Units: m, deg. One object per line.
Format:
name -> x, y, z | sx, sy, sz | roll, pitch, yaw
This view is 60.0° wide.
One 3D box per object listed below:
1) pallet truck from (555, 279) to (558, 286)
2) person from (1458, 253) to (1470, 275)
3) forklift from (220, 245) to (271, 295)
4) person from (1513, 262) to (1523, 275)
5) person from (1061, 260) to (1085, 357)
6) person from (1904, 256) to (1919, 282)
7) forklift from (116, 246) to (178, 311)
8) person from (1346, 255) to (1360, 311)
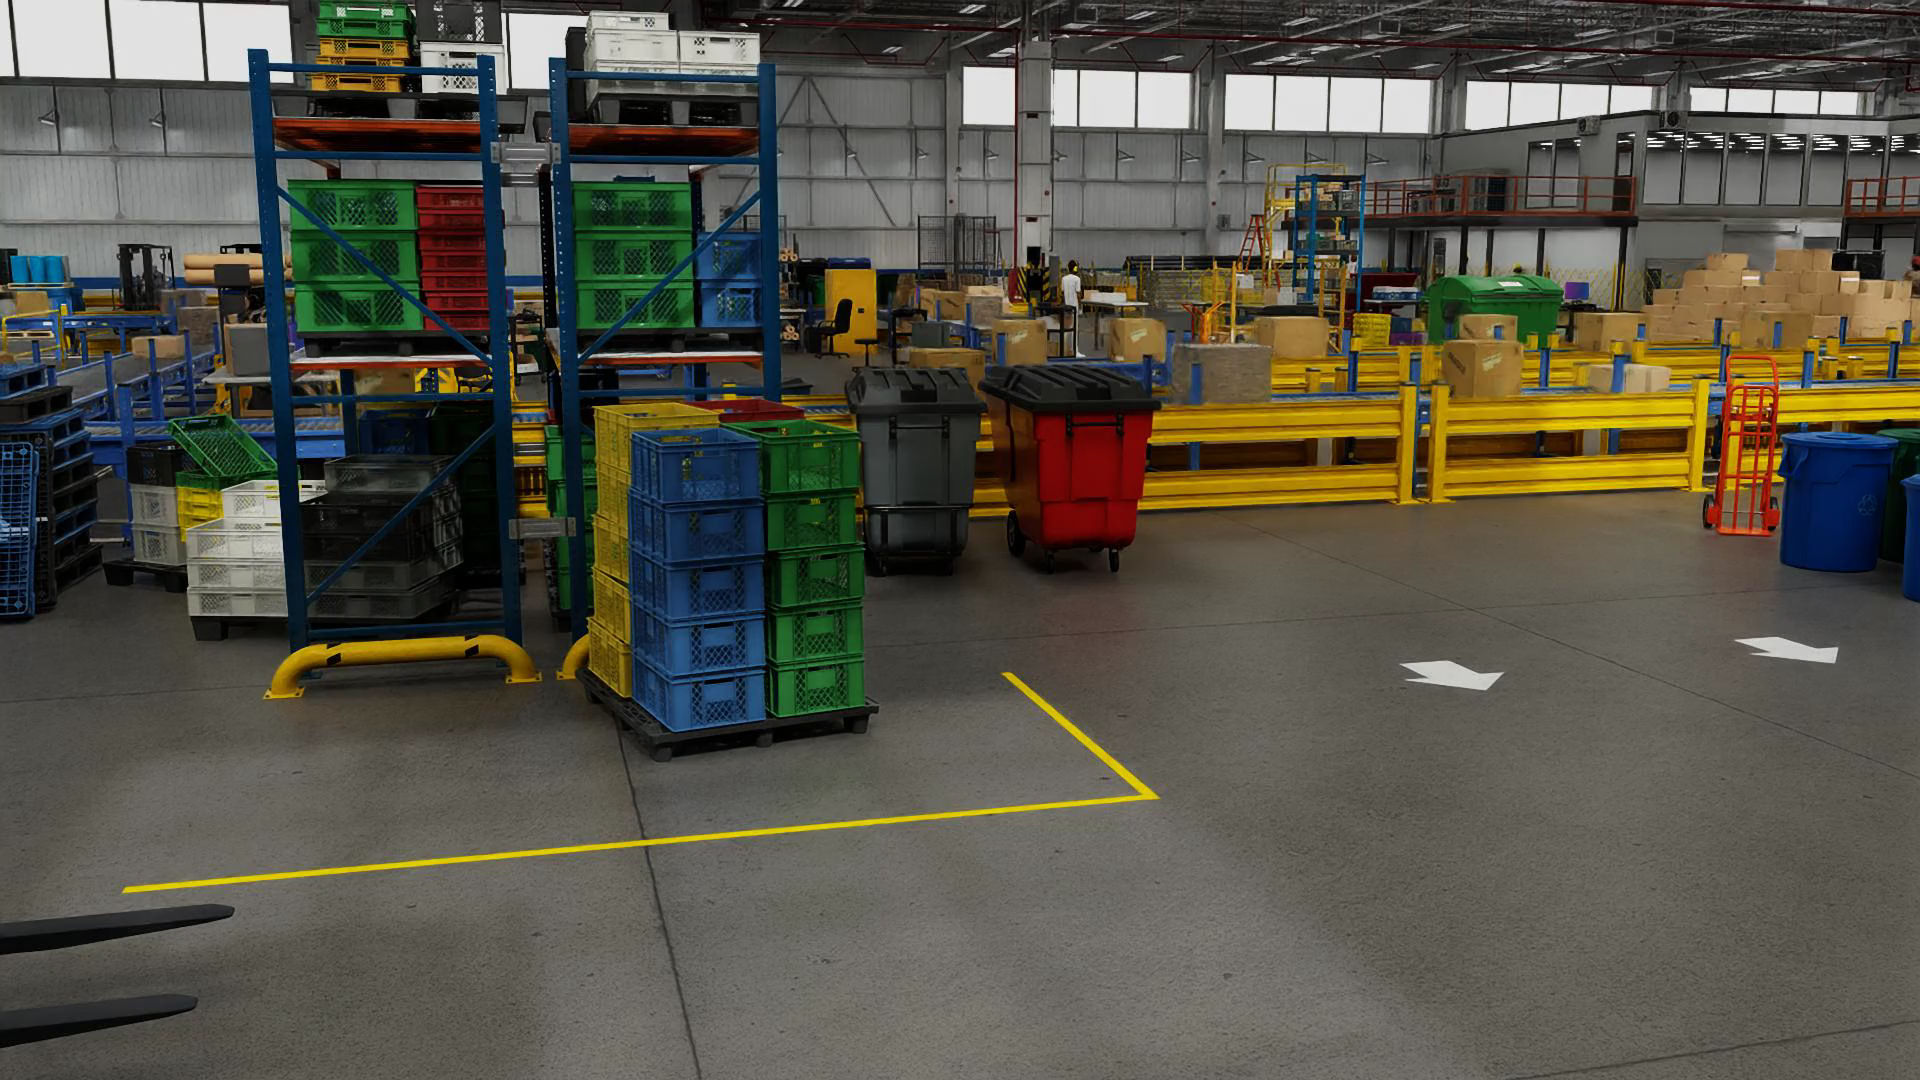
pallet truck -> -10.604, -6.375, 44.520 | 0.653, 1.274, 1.630 | -3, 10, -15
person -> 17.407, -8.980, 57.497 | 0.382, 1.928, 0.587 | 7, 12, 35
forklift -> -17.749, -6.334, 41.440 | 1.157, 1.987, 2.680 | -3, 10, -17
person -> 12.865, -5.534, 38.456 | 0.552, 1.750, 0.365 | 0, 10, -2
person -> 2.162, -4.438, 31.961 | 0.329, 1.866, 0.514 | -9, 14, -42
person -> 23.574, -6.096, 41.276 | 0.542, 1.902, 0.925 | -6, 11, -29
forklift -> -19.966, -6.232, 40.894 | 1.157, 1.987, 2.680 | -3, 10, -15
person -> 12.852, -8.411, 54.392 | 0.572, 1.887, 0.356 | 8, 13, 39
